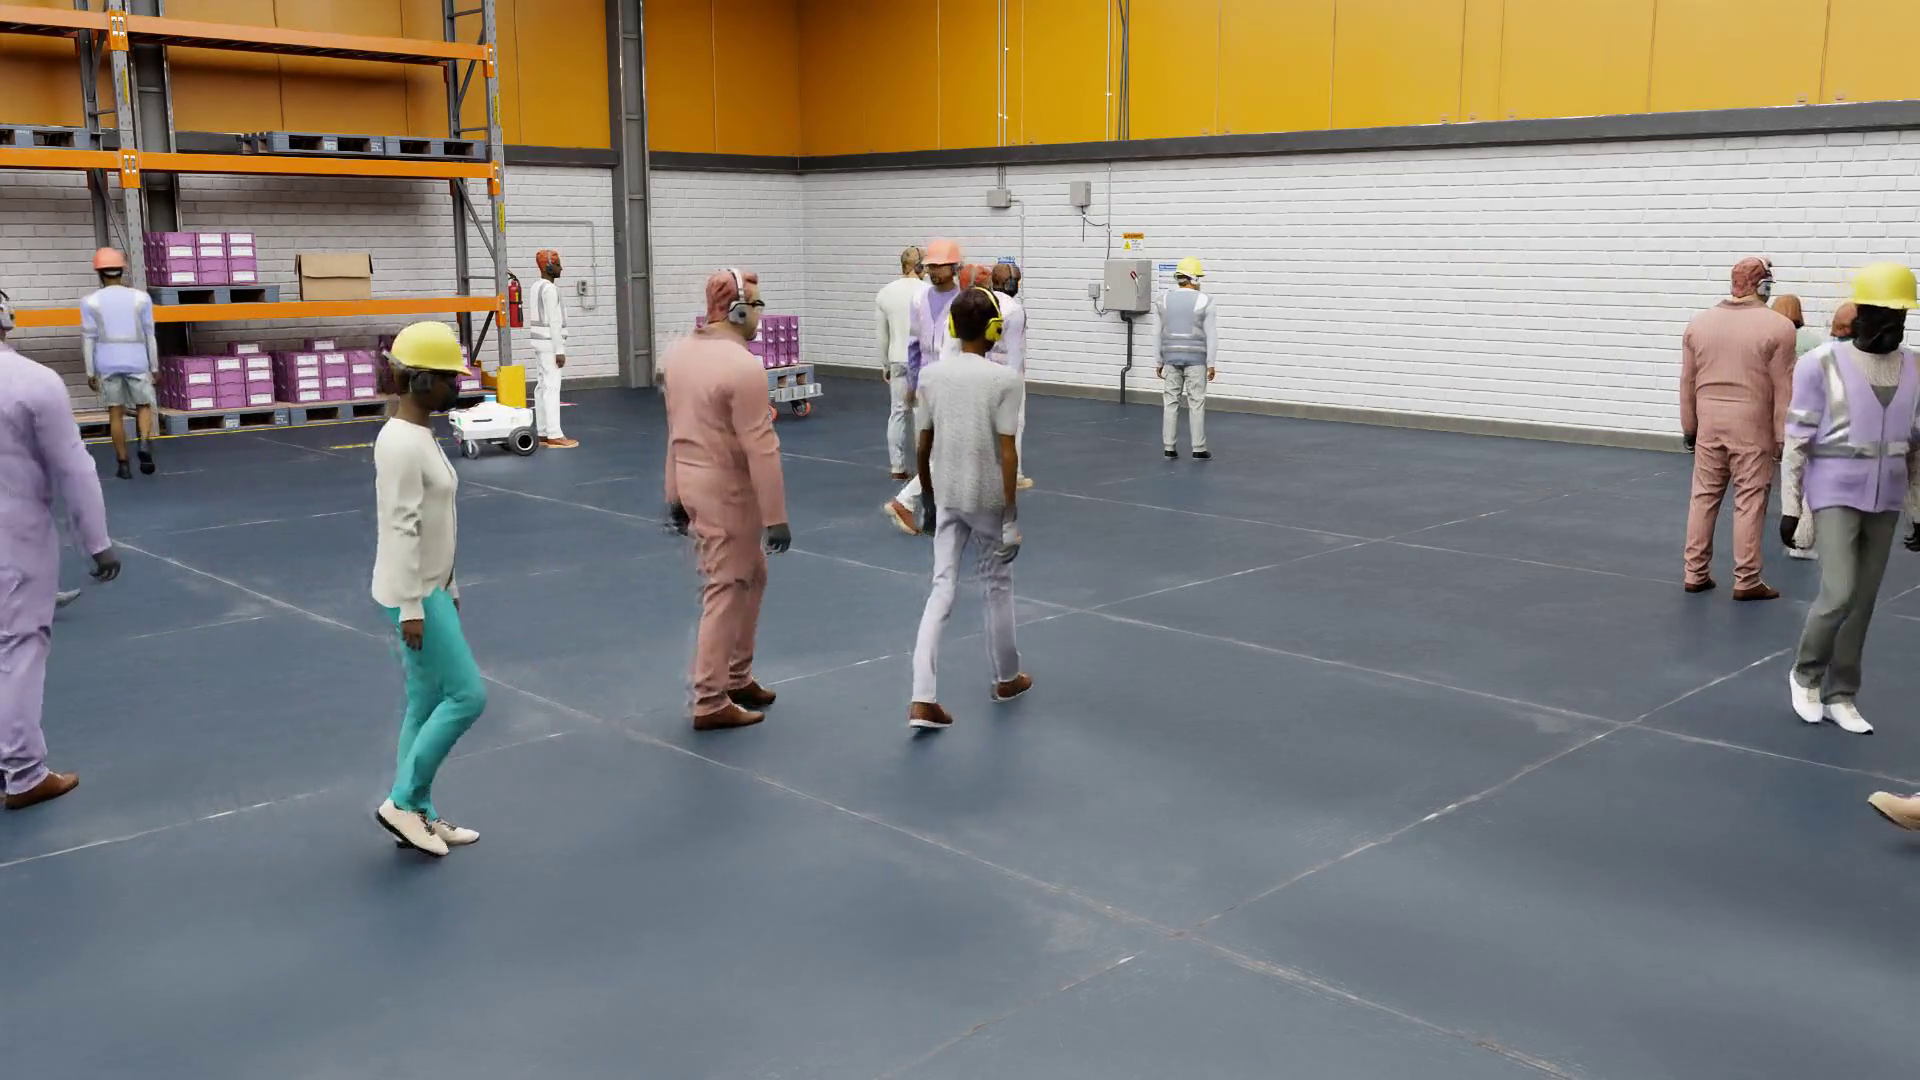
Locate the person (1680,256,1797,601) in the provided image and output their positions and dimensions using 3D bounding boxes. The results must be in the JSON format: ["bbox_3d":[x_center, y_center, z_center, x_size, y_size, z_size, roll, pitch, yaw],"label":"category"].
[{"bbox_3d":[4.356,-0.619,9.292,0.403,1.904,0.651,-8,13,-36],"label":"person"}]

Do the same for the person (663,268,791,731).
[{"bbox_3d":[-0.884,-0.163,6.851,0.632,1.883,0.684,-7,13,-34],"label":"person"}]

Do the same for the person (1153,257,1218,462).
[{"bbox_3d":[2.028,-1.617,14.938,0.591,1.829,0.404,5,12,27],"label":"person"}]

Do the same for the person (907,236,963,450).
[{"bbox_3d":[-0.059,-1.156,11.909,0.621,2.019,0.747,7,12,33],"label":"person"}]

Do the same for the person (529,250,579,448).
[{"bbox_3d":[-3.920,-1.822,15.911,0.357,1.883,0.573,-6,12,-30],"label":"person"}]

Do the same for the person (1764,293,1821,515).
[{"bbox_3d":[5.819,-0.939,11.826,0.504,1.620,0.550,4,11,21],"label":"person"}]

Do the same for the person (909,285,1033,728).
[{"bbox_3d":[0.028,-0.144,6.944,0.538,1.827,0.967,5,12,26],"label":"person"}]

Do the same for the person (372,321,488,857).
[{"bbox_3d":[-1.718,0.172,5.393,0.384,1.744,0.541,-2,11,-10],"label":"person"}]

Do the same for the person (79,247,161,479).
[{"bbox_3d":[-6.912,-1.443,13.718,0.572,1.924,0.556,-6,12,-31],"label":"person"}]

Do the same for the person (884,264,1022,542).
[{"bbox_3d":[-0.063,-0.898,10.983,0.897,1.849,0.576,2,11,10],"label":"person"}]

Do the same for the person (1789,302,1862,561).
[{"bbox_3d":[5.539,-0.659,10.293,0.744,1.605,0.535,0,10,-1],"label":"person"}]

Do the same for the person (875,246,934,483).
[{"bbox_3d":[-0.385,-1.409,13.522,0.627,1.935,0.371,6,12,29],"label":"person"}]

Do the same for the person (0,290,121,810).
[{"bbox_3d":[-3.386,0.007,5.926,0.688,1.883,0.492,1,10,7],"label":"person"}]

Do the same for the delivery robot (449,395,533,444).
[{"bbox_3d":[-4.311,-1.090,15.285,0.707,0.478,0.477,-6,12,-30],"label":"delivery robot"}]

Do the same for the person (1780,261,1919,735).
[{"bbox_3d":[3.646,-0.157,6.730,0.609,1.915,0.416,-1,10,-7],"label":"person"}]

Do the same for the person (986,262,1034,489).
[{"bbox_3d":[0.255,-1.280,13.132,0.682,1.819,0.623,-8,13,-39],"label":"person"}]

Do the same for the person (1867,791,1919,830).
[{"bbox_3d":[3.514,0.177,5.259,0.970,1.779,0.647,1,10,6],"label":"person"}]

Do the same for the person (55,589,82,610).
[{"bbox_3d":[-5.064,-0.414,8.443,0.936,1.798,0.588,-4,11,-18],"label":"person"}]
